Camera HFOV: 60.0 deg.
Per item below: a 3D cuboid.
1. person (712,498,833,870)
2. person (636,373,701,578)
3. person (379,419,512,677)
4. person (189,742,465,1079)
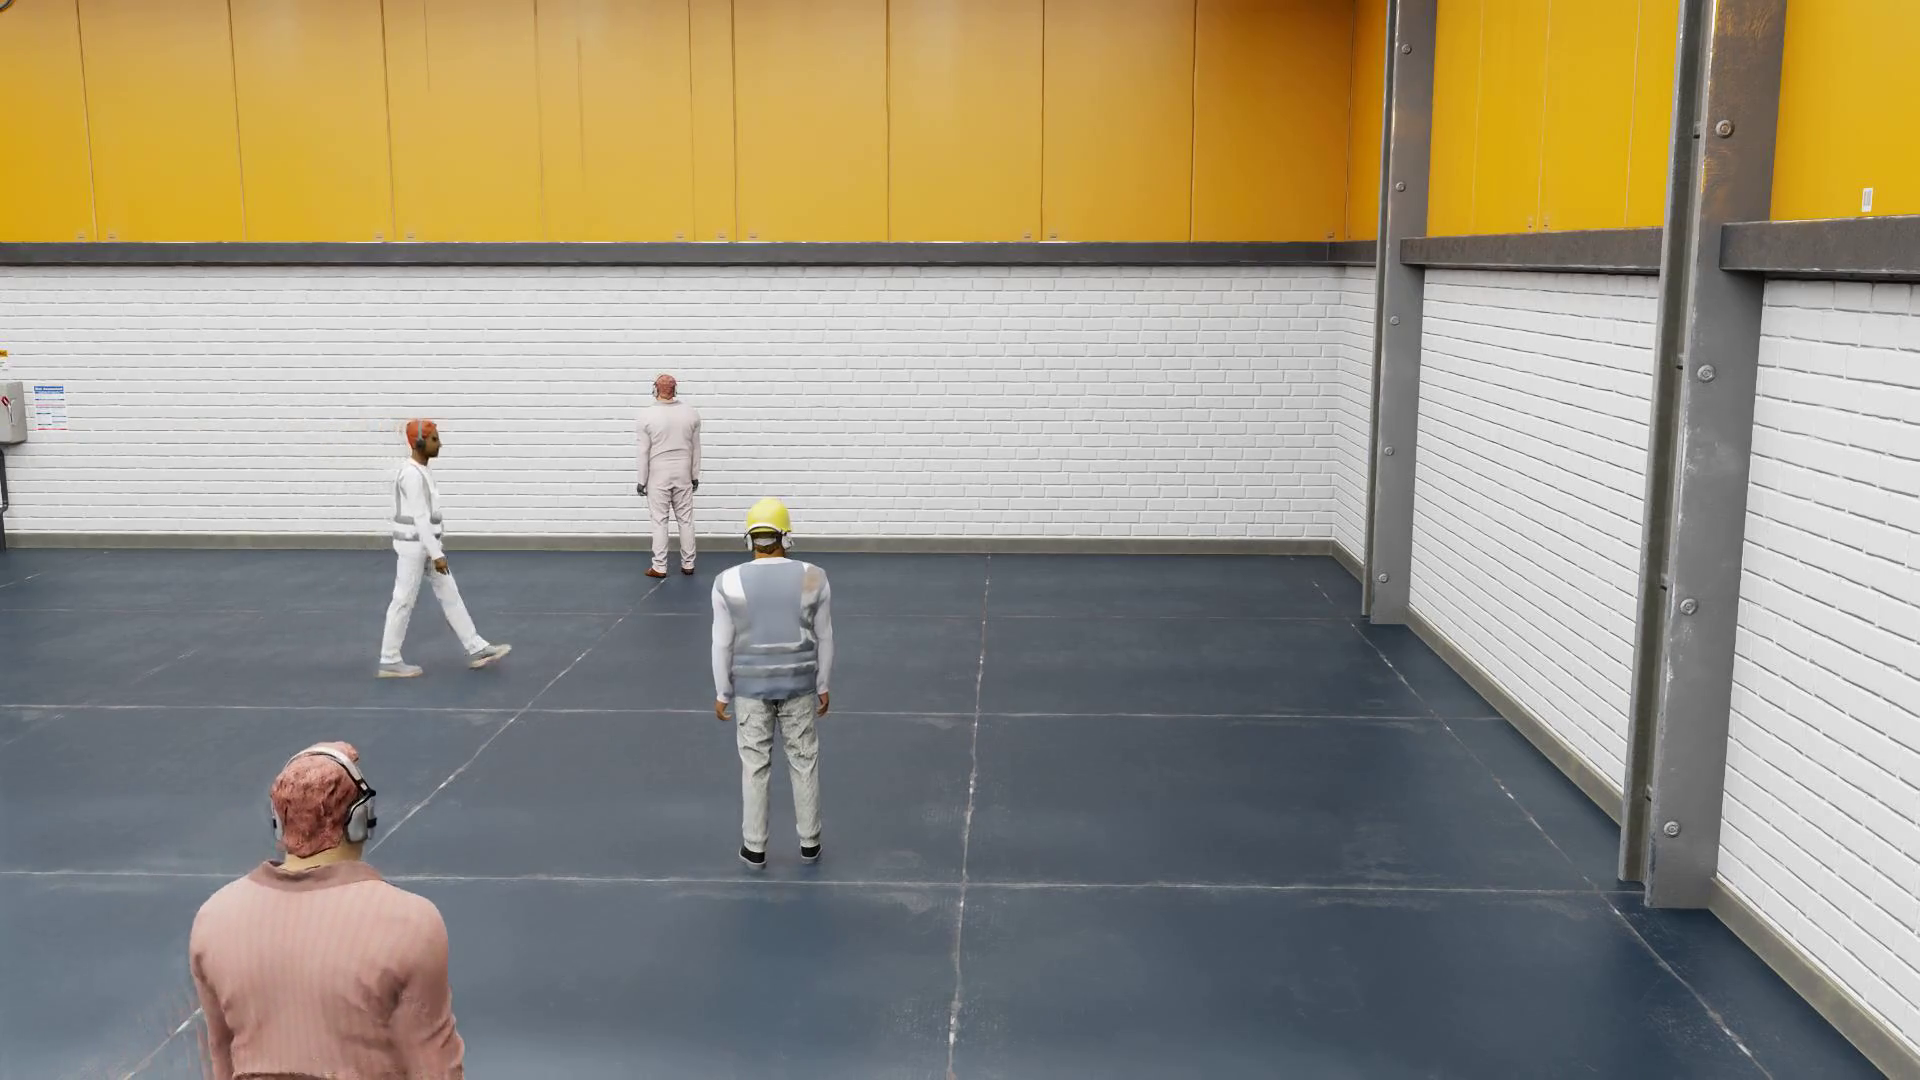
[{"bbox_3d":[-0.916,0.707,8.143,0.592,1.822,0.404,-2,10,-12],"label":"person"},{"bbox_3d":[-2.731,-0.597,15.526,0.642,1.908,0.410,-6,12,-32],"label":"person"},{"bbox_3d":[-3.721,0.069,11.831,0.968,1.836,0.583,-1,10,-5],"label":"person"},{"bbox_3d":[-1.427,1.397,3.902,0.669,1.887,0.446,2,10,12],"label":"person"}]
